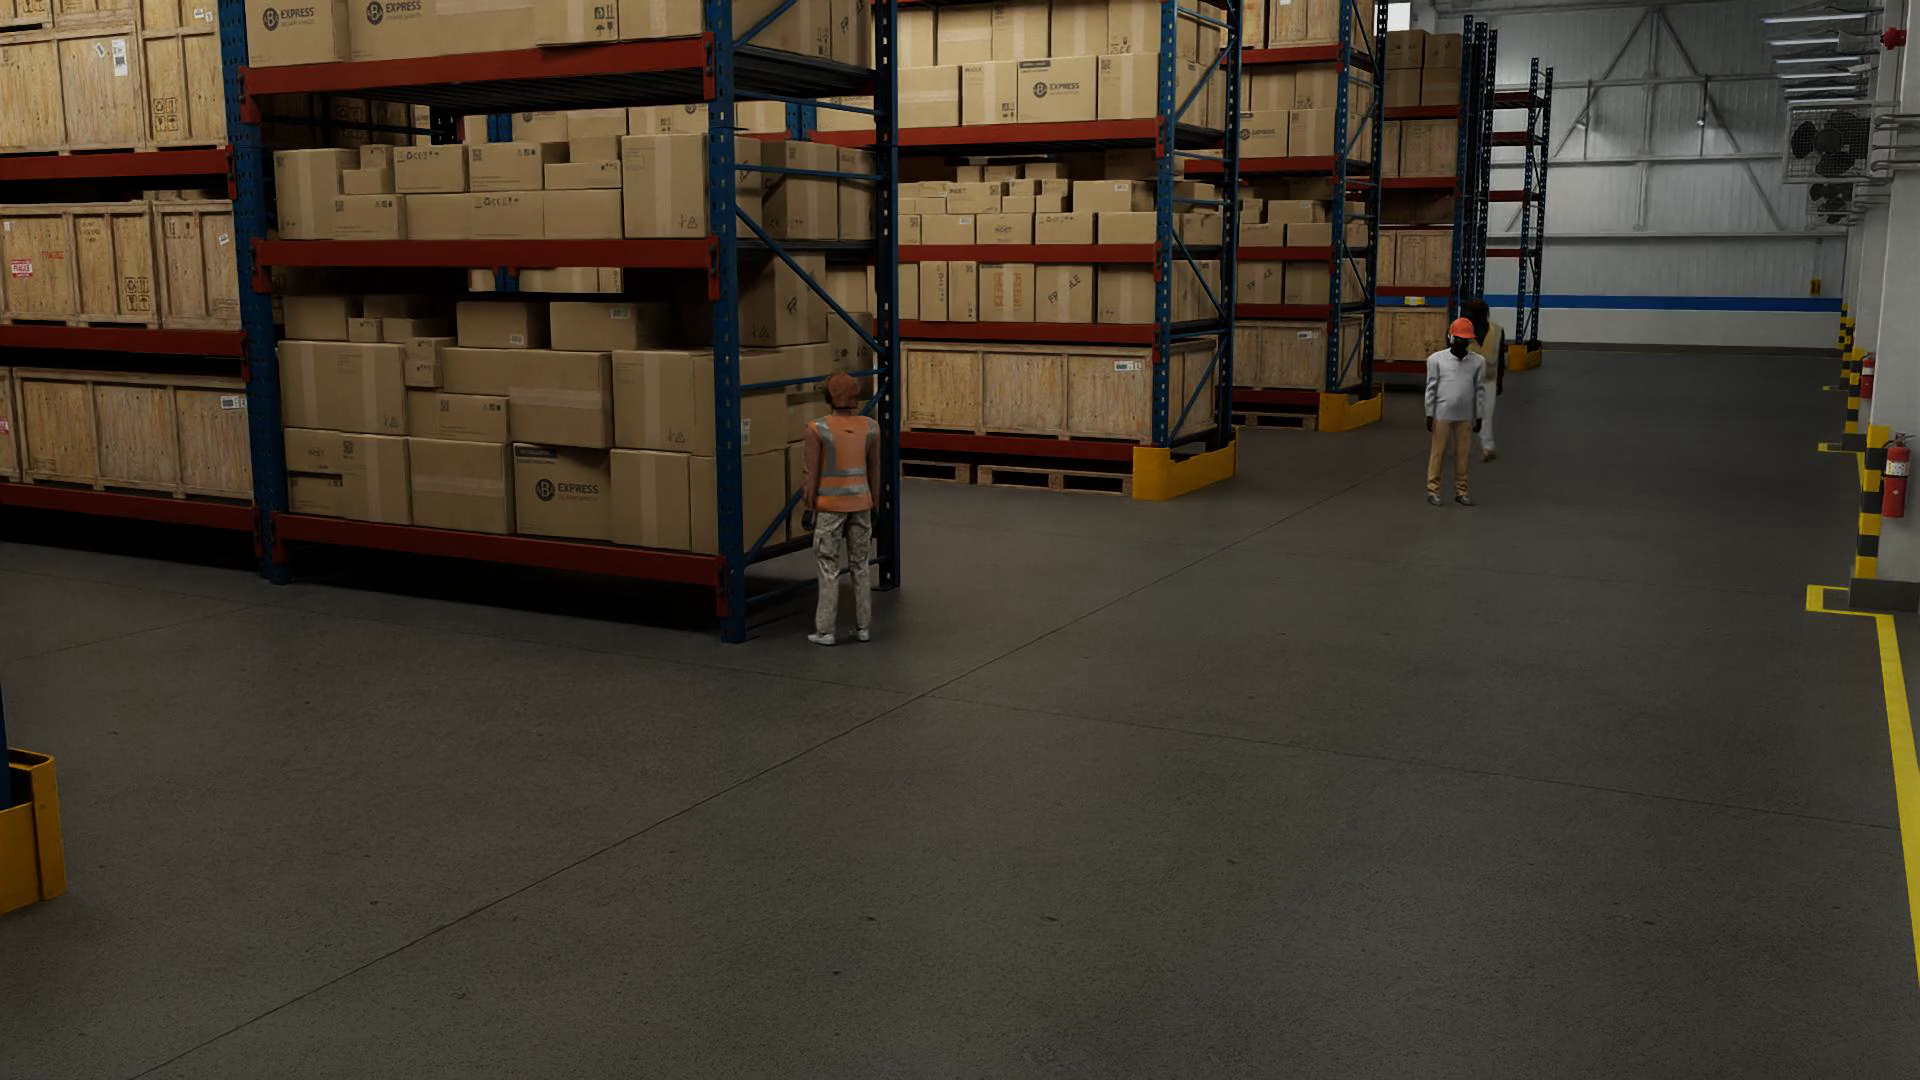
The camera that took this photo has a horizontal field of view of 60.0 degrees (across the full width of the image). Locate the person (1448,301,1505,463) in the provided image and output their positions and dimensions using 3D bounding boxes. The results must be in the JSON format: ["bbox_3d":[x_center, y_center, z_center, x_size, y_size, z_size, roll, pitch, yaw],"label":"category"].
[{"bbox_3d":[5.781,-1.770,18.632,0.657,1.788,0.965,1,10,7],"label":"person"}]

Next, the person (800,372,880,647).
[{"bbox_3d":[-0.701,-0.179,9.898,0.523,1.632,0.314,-6,12,-32],"label":"person"}]

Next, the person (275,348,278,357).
[{"bbox_3d":[-7.985,-1.981,19.486,0.385,1.930,0.540,-3,10,-15],"label":"person"}]

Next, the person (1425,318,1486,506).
[{"bbox_3d":[4.563,-1.172,15.318,0.567,1.745,0.354,-1,10,-3],"label":"person"}]
